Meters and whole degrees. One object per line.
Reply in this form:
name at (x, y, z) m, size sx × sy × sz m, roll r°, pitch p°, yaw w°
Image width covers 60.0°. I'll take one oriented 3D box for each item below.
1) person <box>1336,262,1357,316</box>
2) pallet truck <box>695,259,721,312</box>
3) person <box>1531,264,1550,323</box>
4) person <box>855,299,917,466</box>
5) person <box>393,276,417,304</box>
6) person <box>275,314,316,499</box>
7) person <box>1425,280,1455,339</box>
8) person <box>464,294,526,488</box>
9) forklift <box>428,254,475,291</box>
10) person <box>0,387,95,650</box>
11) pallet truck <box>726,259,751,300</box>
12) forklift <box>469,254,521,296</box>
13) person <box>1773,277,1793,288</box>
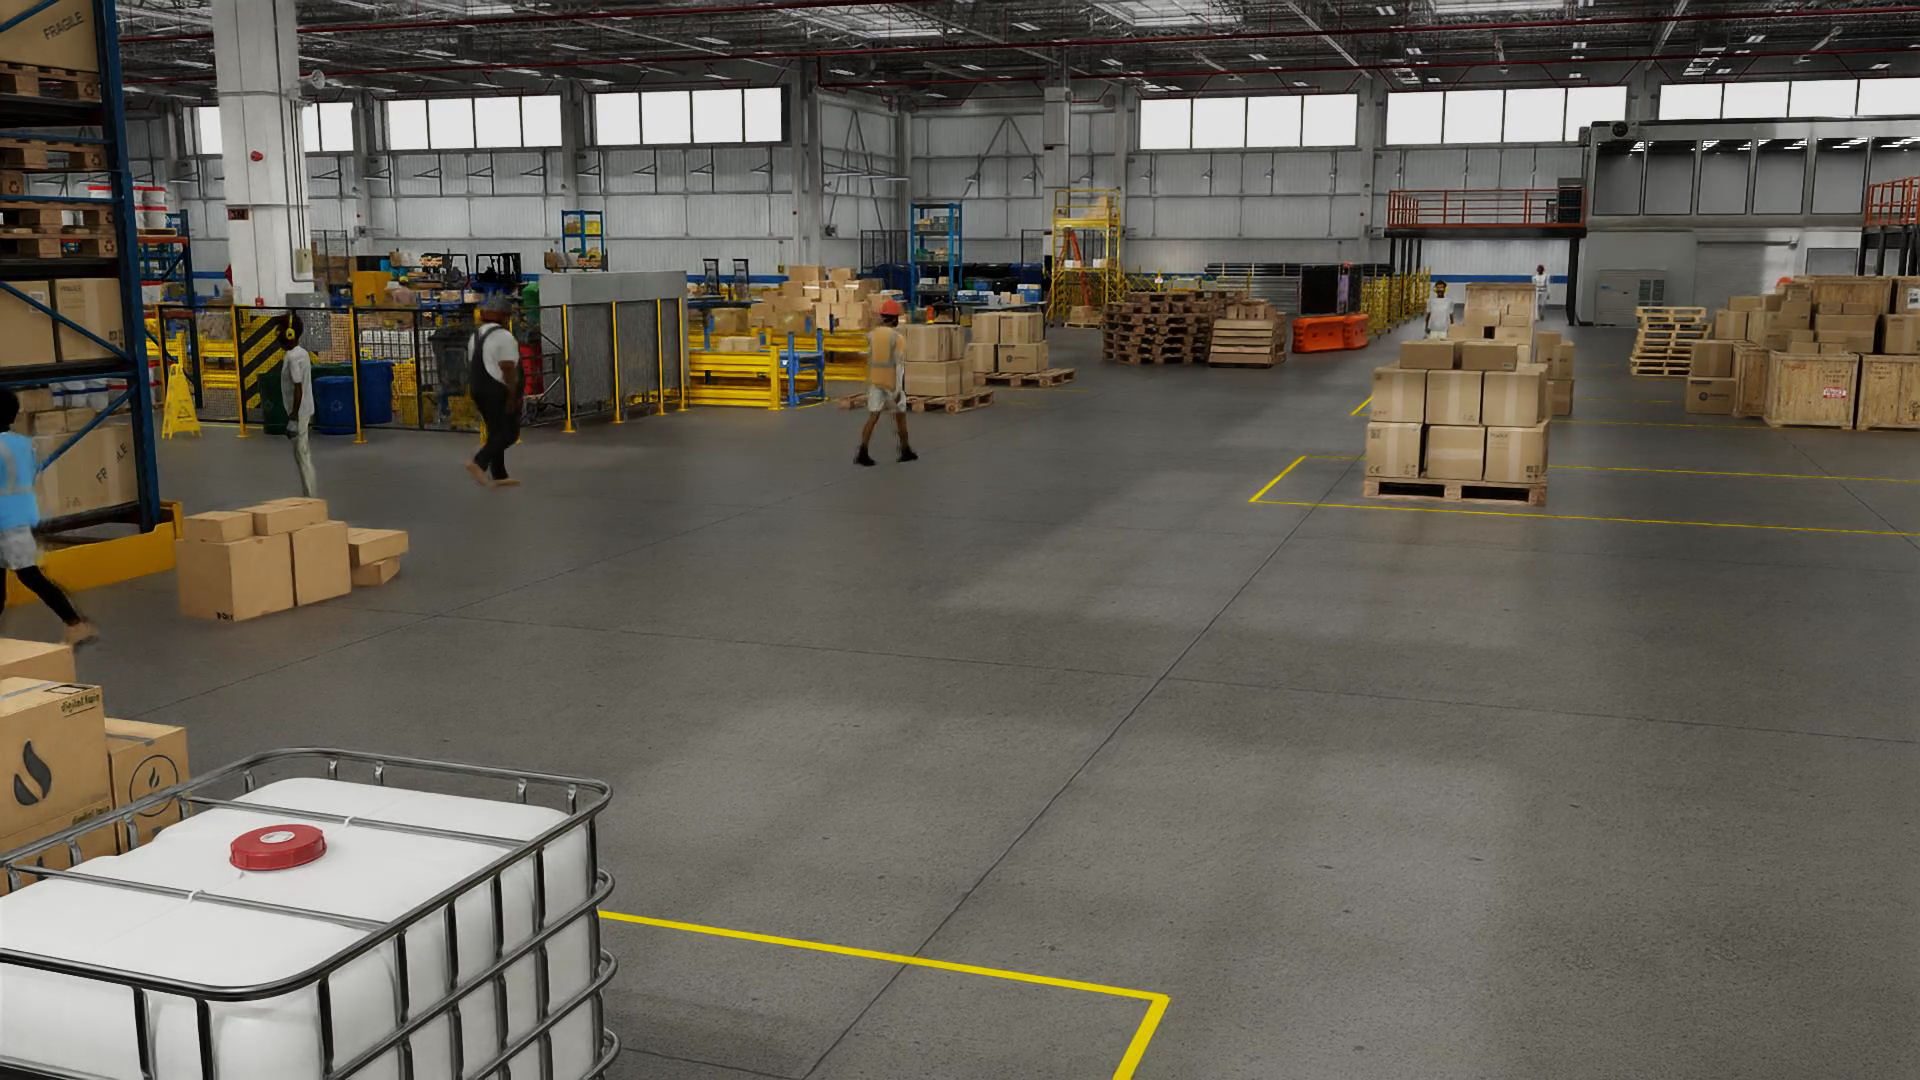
person at (10.499, -6.512, 45.103) m, size 0.605 × 2.045 × 0.377 m, roll 9°, pitch 13°, yaw 41°
pallet truck at (-9.165, -9.627, 62.776) m, size 0.823 × 1.965 × 1.885 m, roll 4°, pitch 11°, yaw 23°
person at (18.711, -7.951, 53.678) m, size 0.605 × 1.871 × 0.419 m, roll 4°, pitch 11°, yaw 23°
person at (-0.845, -1.795, 18.961) m, size 0.544 × 1.899 × 0.976 m, roll 6°, pitch 12°, yaw 30°
person at (-13.175, -5.382, 39.522) m, size 0.534 × 1.766 × 0.317 m, roll -3°, pitch 11°, yaw -18°
person at (-6.120, -1.137, 15.312) m, size 0.328 × 1.876 × 0.513 m, roll -3°, pitch 10°, yaw -16°
person at (8.736, -3.799, 30.309) m, size 0.513 × 1.872 × 0.331 m, roll 4°, pitch 11°, yaw 21°
person at (-4.774, -1.514, 16.962) m, size 0.694 × 2.000 × 0.709 m, roll 9°, pitch 14°, yaw 42°
forklift at (-20.133, -10.254, 65.465) m, size 1.157 × 1.987 × 2.680 m, roll 3°, pitch 11°, yaw 19°
person at (-5.756, -0.110, 10.134) m, size 0.856 × 1.662 × 0.537 m, roll -2°, pitch 10°, yaw -12°
pallet truck at (-7.986, -9.493, 62.019) m, size 0.823 × 1.965 × 1.885 m, roll 3°, pitch 11°, yaw 17°
forklift at (-17.990, -10.121, 64.684) m, size 1.157 × 1.987 × 2.680 m, roll 3°, pitch 11°, yaw 17°
person at (13.169, -3.214, 26.664) m, size 0.382 × 1.993 × 0.622 m, roll 10°, pitch 14°, yaw 44°
